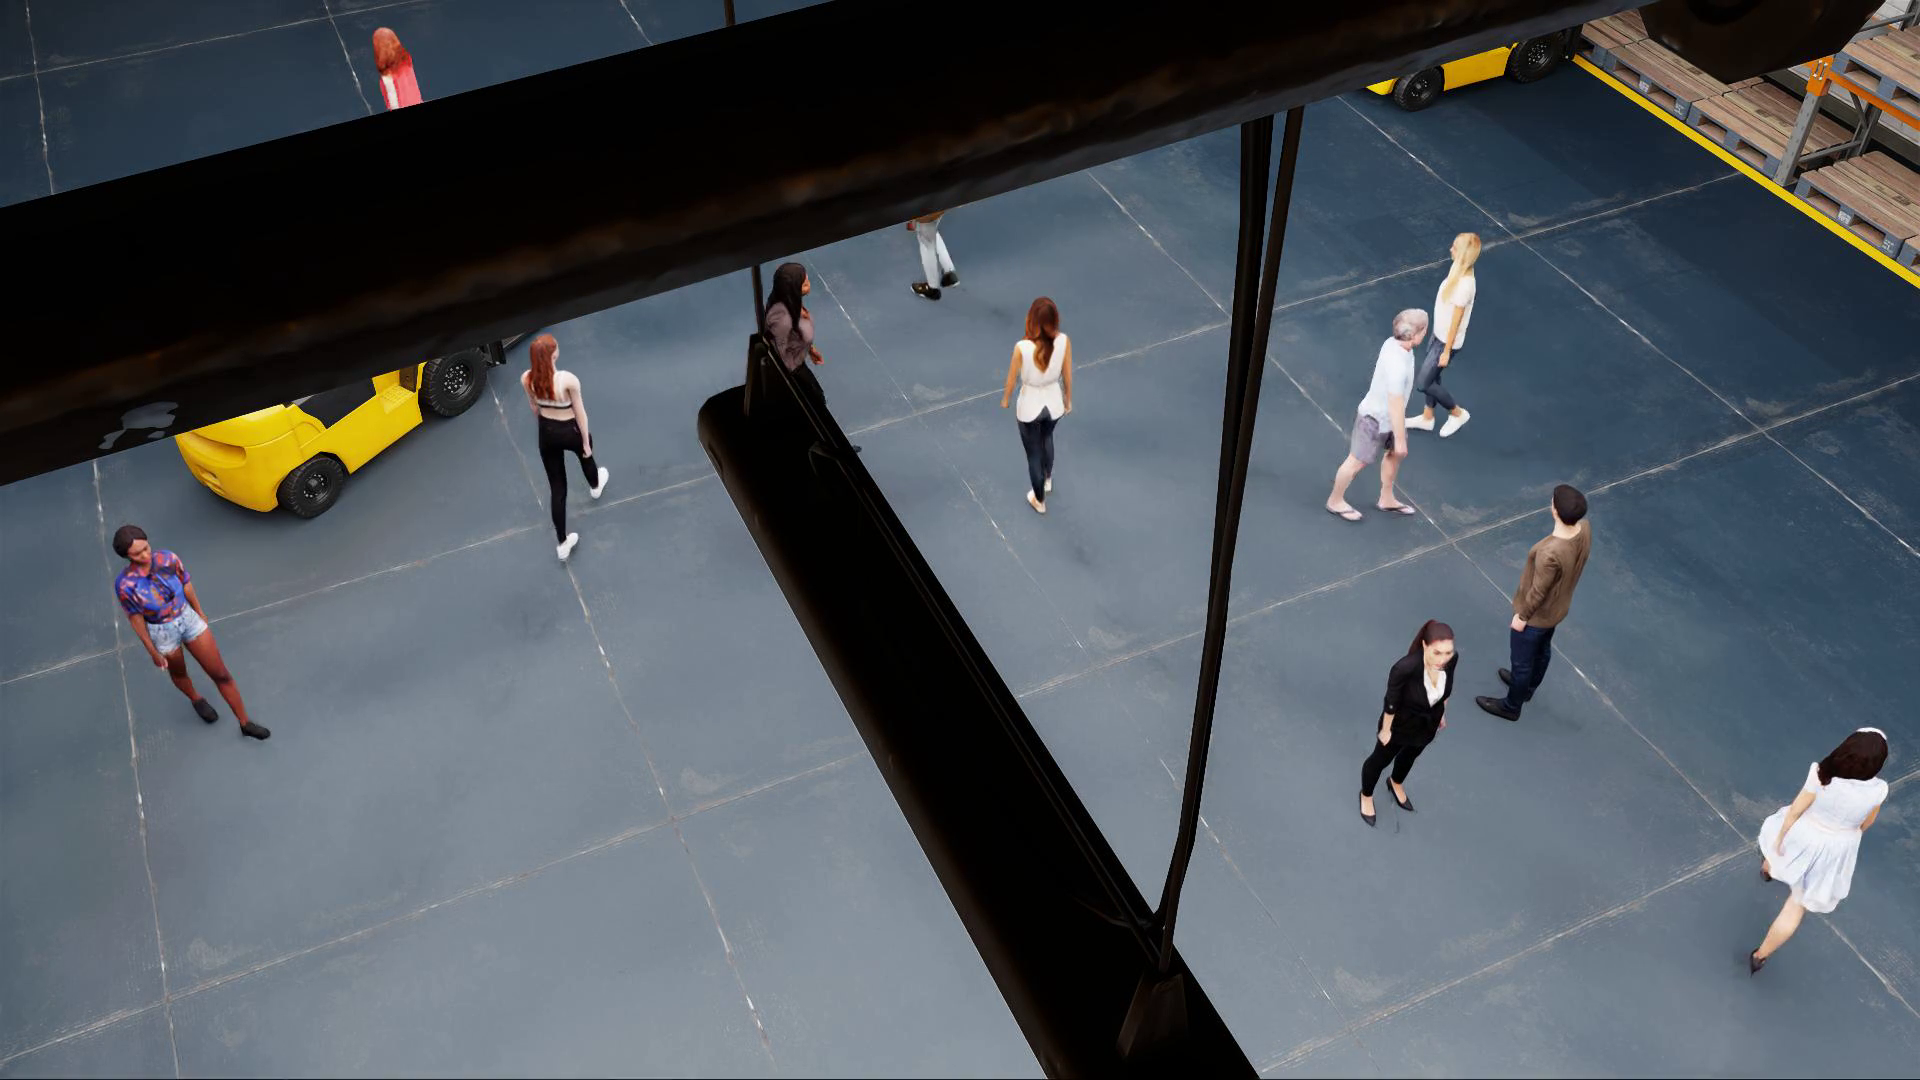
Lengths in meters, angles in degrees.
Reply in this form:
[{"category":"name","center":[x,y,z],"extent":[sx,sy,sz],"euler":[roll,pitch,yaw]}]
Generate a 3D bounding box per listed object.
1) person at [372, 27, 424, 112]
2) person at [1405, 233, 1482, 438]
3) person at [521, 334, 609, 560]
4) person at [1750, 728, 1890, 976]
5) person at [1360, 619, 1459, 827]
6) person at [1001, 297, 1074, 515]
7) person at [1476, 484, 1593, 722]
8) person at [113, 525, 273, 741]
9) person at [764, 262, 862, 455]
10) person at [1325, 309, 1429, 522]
[{"category":"person","center":[-4.787,-3.681,14.770],"extent":[1.167,1.796,1.070],"euler":[17,46,17]},{"category":"person","center":[3.737,-1.495,12.473],"extent":[0.852,1.799,0.804],"euler":[5,44,6]},{"category":"person","center":[-2.823,-0.638,11.653],"extent":[1.045,1.689,1.238],"euler":[7,44,7]},{"category":"person","center":[4.645,1.764,9.072],"extent":[1.160,1.772,1.119],"euler":[22,48,22]},{"category":"person","center":[2.678,1.067,9.885],"extent":[0.607,1.660,0.549],"euler":[-15,46,-15]},{"category":"person","center":[0.605,-0.886,11.855],"extent":[0.631,1.770,0.675],"euler":[-16,46,-16]},{"category":"person","center":[3.649,0.401,10.420],"extent":[0.696,1.886,0.725],"euler":[33,52,30]},{"category":"person","center":[-4.957,0.540,10.396],"extent":[1.060,1.717,0.851],"euler":[31,52,28]},{"category":"person","center":[-1.386,-1.218,12.201],"extent":[0.913,1.773,1.219],"euler":[-6,44,-6]},{"category":"person","center":[2.894,-0.885,11.829],"extent":[1.028,1.805,0.957],"euler":[20,47,20]}]
